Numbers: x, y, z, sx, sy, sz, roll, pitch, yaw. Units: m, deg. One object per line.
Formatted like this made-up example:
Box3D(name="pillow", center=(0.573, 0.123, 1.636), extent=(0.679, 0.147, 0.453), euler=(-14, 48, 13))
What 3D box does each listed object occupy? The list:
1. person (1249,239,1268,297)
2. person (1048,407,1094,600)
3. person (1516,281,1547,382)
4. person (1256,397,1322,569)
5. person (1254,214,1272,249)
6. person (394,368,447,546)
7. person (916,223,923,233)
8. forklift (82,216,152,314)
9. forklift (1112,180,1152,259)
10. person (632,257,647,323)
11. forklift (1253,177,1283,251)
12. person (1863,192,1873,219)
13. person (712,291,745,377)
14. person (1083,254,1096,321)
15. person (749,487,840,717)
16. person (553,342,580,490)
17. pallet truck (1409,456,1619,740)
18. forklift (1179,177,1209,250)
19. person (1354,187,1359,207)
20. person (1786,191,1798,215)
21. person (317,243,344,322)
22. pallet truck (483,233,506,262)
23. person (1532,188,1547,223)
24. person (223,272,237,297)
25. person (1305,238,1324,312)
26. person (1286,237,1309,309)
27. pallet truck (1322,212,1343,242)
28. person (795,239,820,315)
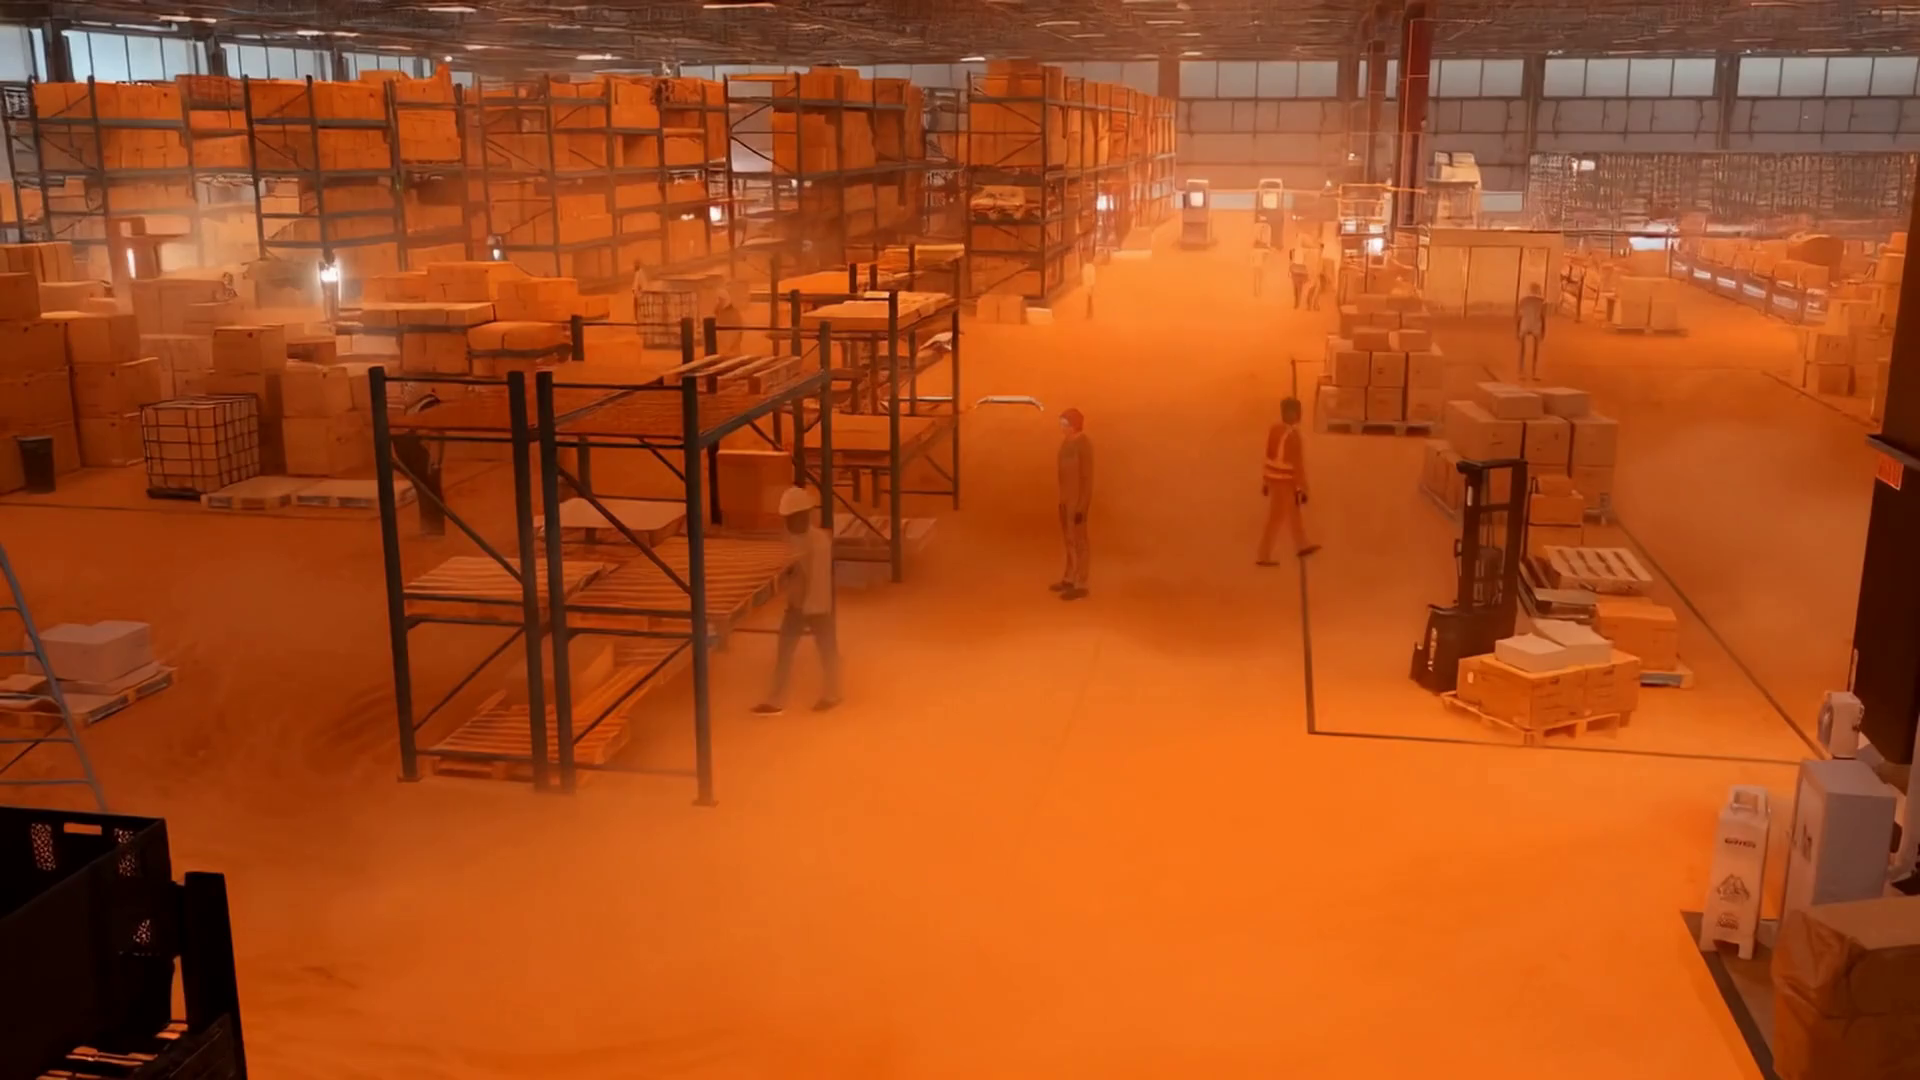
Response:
Box3D(name="person", center=(8.445, -7.716, 47.124), extent=(0.530, 1.604, 0.695), euler=(1, 14, 4))
Box3D(name="person", center=(1.134, -0.374, 16.661), extent=(0.372, 1.940, 0.632), euler=(-4, 14, -16))
Box3D(name="person", center=(10.675, -3.890, 31.087), extent=(0.526, 1.865, 0.315), euler=(6, 15, 24))
Box3D(name="person", center=(3.571, -0.606, 17.799), extent=(0.919, 1.840, 0.604), euler=(-3, 14, -13))
Box3D(name="person", center=(10.385, -10.255, 57.016), extent=(0.618, 1.818, 0.497), euler=(0, 14, 1))
Box3D(name="person", center=(-6.105, -0.951, 18.794), extent=(0.537, 2.000, 0.674), euler=(-10, 17, -34))
Box3D(name="person", center=(-1.569, -11.029, 60.131), extent=(0.622, 1.840, 0.429), euler=(6, 15, 23))
Box3D(name="forklift", center=(-17.715, -5.512, 35.584), extent=(1.873, 2.768, 1.129), euler=(3, 14, 10))
Box3D(name="forklift", center=(6.082, -11.722, 60.796), extent=(1.873, 2.768, 1.129), euler=(2, 14, 9))
Box3D(name="person", center=(-7.689, -5.872, 39.513), extent=(0.691, 1.674, 0.562), euler=(-1, 14, -3))
Box3D(name="forklift", center=(12.083, -12.747, 64.956), extent=(1.129, 2.768, 1.873), euler=(3, 14, 10))
Box3D(name="person", center=(43.448, -15.790, 79.478), extent=(0.440, 1.830, 0.583), euler=(3, 14, 11))
Box3D(name="person", center=(-4.122, -3.423, 29.163), extent=(0.653, 1.877, 1.059), euler=(11, 17, 37))
Box3D(name="person", center=(3.197, -6.236, 41.073), extent=(0.314, 1.640, 0.516), euler=(1, 14, 4))
Box3D(name="person", center=(-1.294, 0.515, 13.151), extent=(0.579, 1.883, 0.894), euler=(13, 19, 43))
Box3D(name="person", center=(-5.160, -1.632, 21.783), extent=(0.371, 1.933, 0.627), euler=(-2, 14, -7))
Box3D(name="pallet truck", center=(4.504, 0.400, 13.395), extent=(0.823, 1.965, 1.885), euler=(-6, 15, -23))
Box3D(name="forklift", center=(9.241, -12.868, 65.448), extent=(1.129, 2.768, 1.873), euler=(3, 14, 10))
Box3D(name="person", center=(20.607, -17.431, 85.925), extent=(0.471, 1.926, 0.634), euler=(10, 17, 35))
Box3D(name="person", center=(40.650, -16.213, 81.186), extent=(0.588, 1.834, 0.403), euler=(1, 14, 5))
Box3D(name="person", center=(-15.484, -6.346, 40.971), extent=(0.587, 1.911, 0.397), euler=(-8, 16, -29))
Box3D(name="pallet truck", center=(-11.832, -7.026, 43.548), extent=(1.885, 1.965, 0.823), euler=(8, 16, 28))
Box3D(name="person", center=(27.883, -15.892, 79.654), extent=(1.054, 1.929, 0.619), euler=(0, 14, -1))
Box3D(name="person", center=(-15.717, -4.952, 35.861), extent=(0.314, 1.640, 0.516), euler=(-3, 14, -12))
Box3D(name="person", center=(9.206, -6.862, 43.079), extent=(0.556, 1.916, 0.456), euler=(-7, 15, -26))
Box3D(name="person", center=(8.936, -7.054, 43.920), extent=(0.561, 1.877, 1.027), euler=(1, 14, 3))
Box3D(name="pallet truck", center=(15.874, -13.227, 70.310), extent=(0.680, 1.201, 1.601), euler=(10, 17, 35))
Box3D(name="person", center=(-3.765, -6.405, 41.031), extent=(0.619, 1.992, 0.396), euler=(-4, 14, -17))
